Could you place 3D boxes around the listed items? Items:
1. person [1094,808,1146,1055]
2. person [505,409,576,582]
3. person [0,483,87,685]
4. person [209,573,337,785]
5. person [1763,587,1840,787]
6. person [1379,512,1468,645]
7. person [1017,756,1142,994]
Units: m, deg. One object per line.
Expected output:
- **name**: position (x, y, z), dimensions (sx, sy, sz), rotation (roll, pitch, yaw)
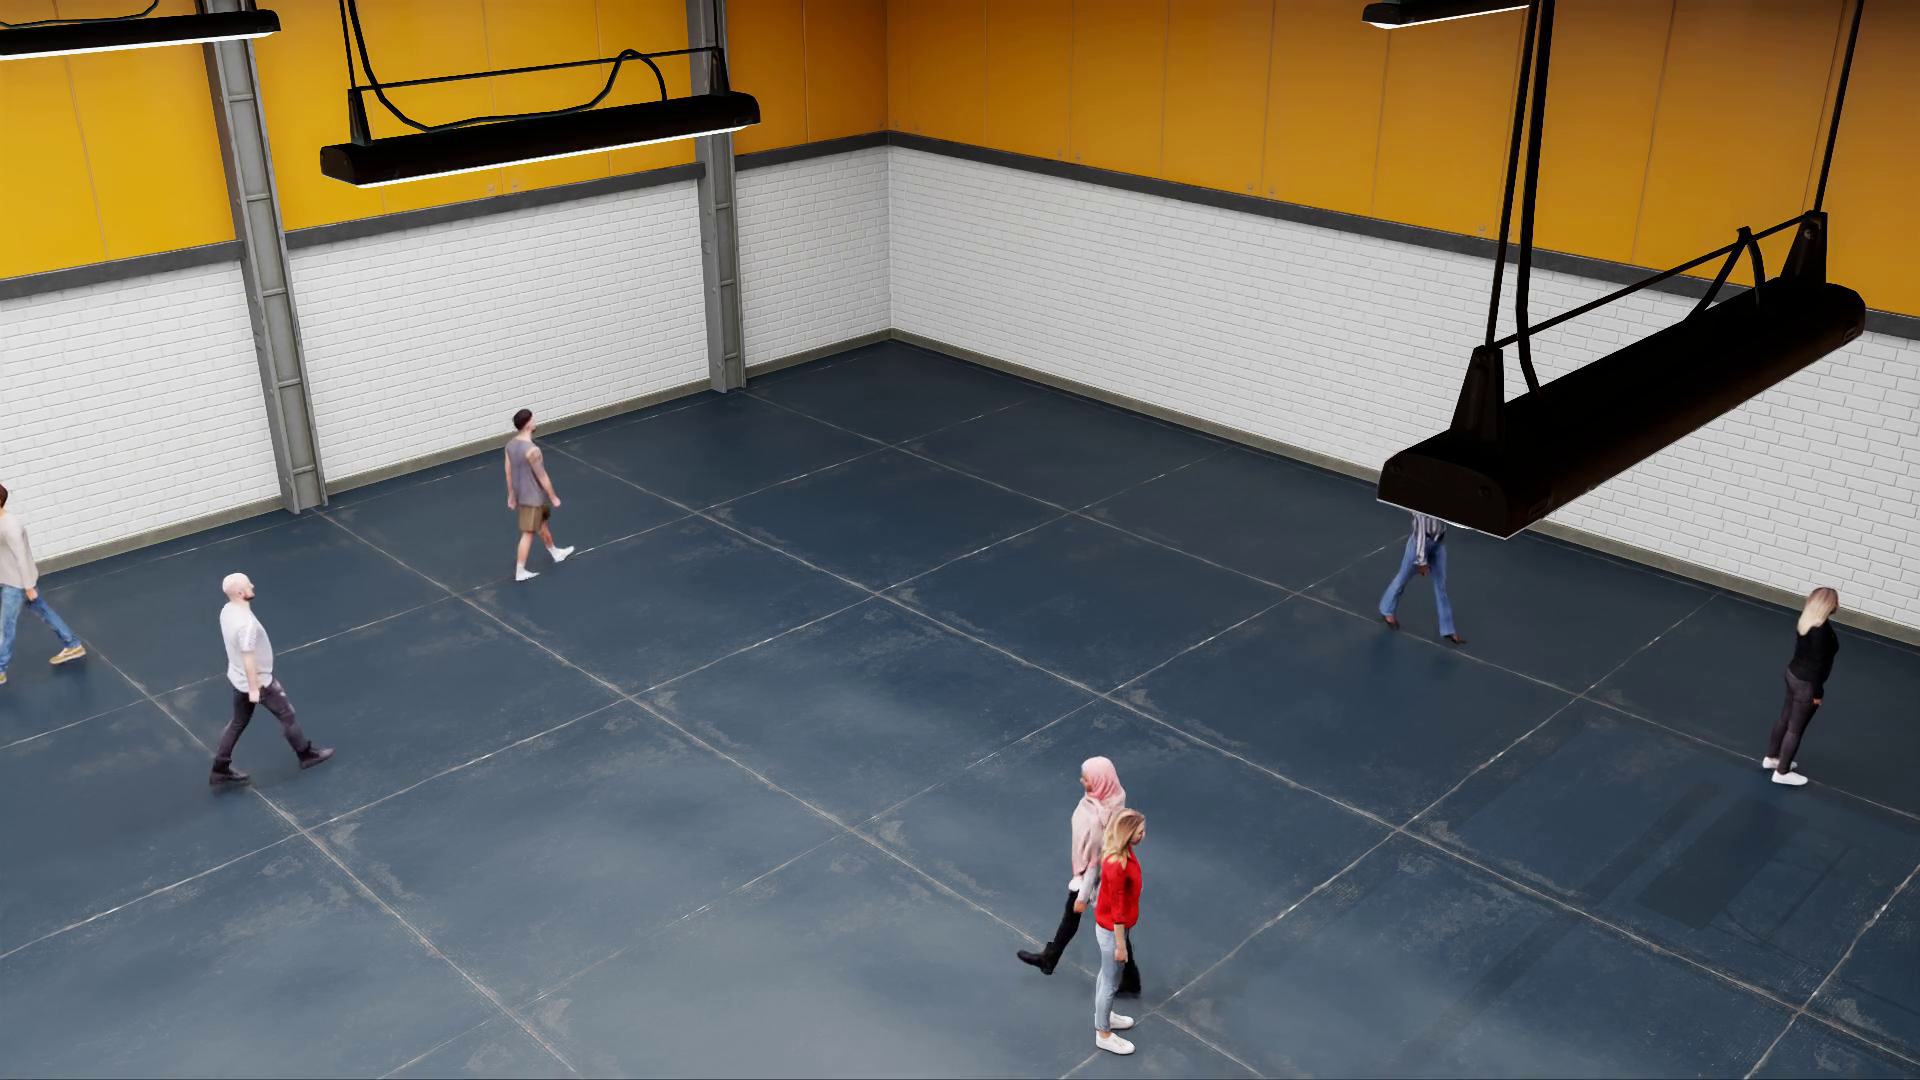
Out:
- **person**: position (0.966, 2.399, 10.330), dimensions (0.742, 1.705, 0.657), rotation (2, 24, 5)
- **person**: position (-4.421, -0.400, 16.809), dimensions (0.643, 1.813, 1.040), rotation (21, 31, 40)
- **person**: position (-8.309, 0.348, 14.837), dimensions (1.214, 1.852, 0.766), rotation (-18, 29, -35)
- **person**: position (-5.675, 1.139, 13.110), dimensions (1.224, 1.787, 0.758), rotation (-17, 29, -34)
- **person**: position (6.692, 1.148, 13.222), dimensions (0.750, 1.681, 0.658), rotation (4, 24, 9)
- **person**: position (4.263, 0.105, 15.543), dimensions (1.154, 1.733, 0.838), rotation (-16, 28, -32)
- **person**: position (1.005, 2.199, 10.707), dimensions (1.115, 1.769, 1.109), rotation (3, 24, 7)
